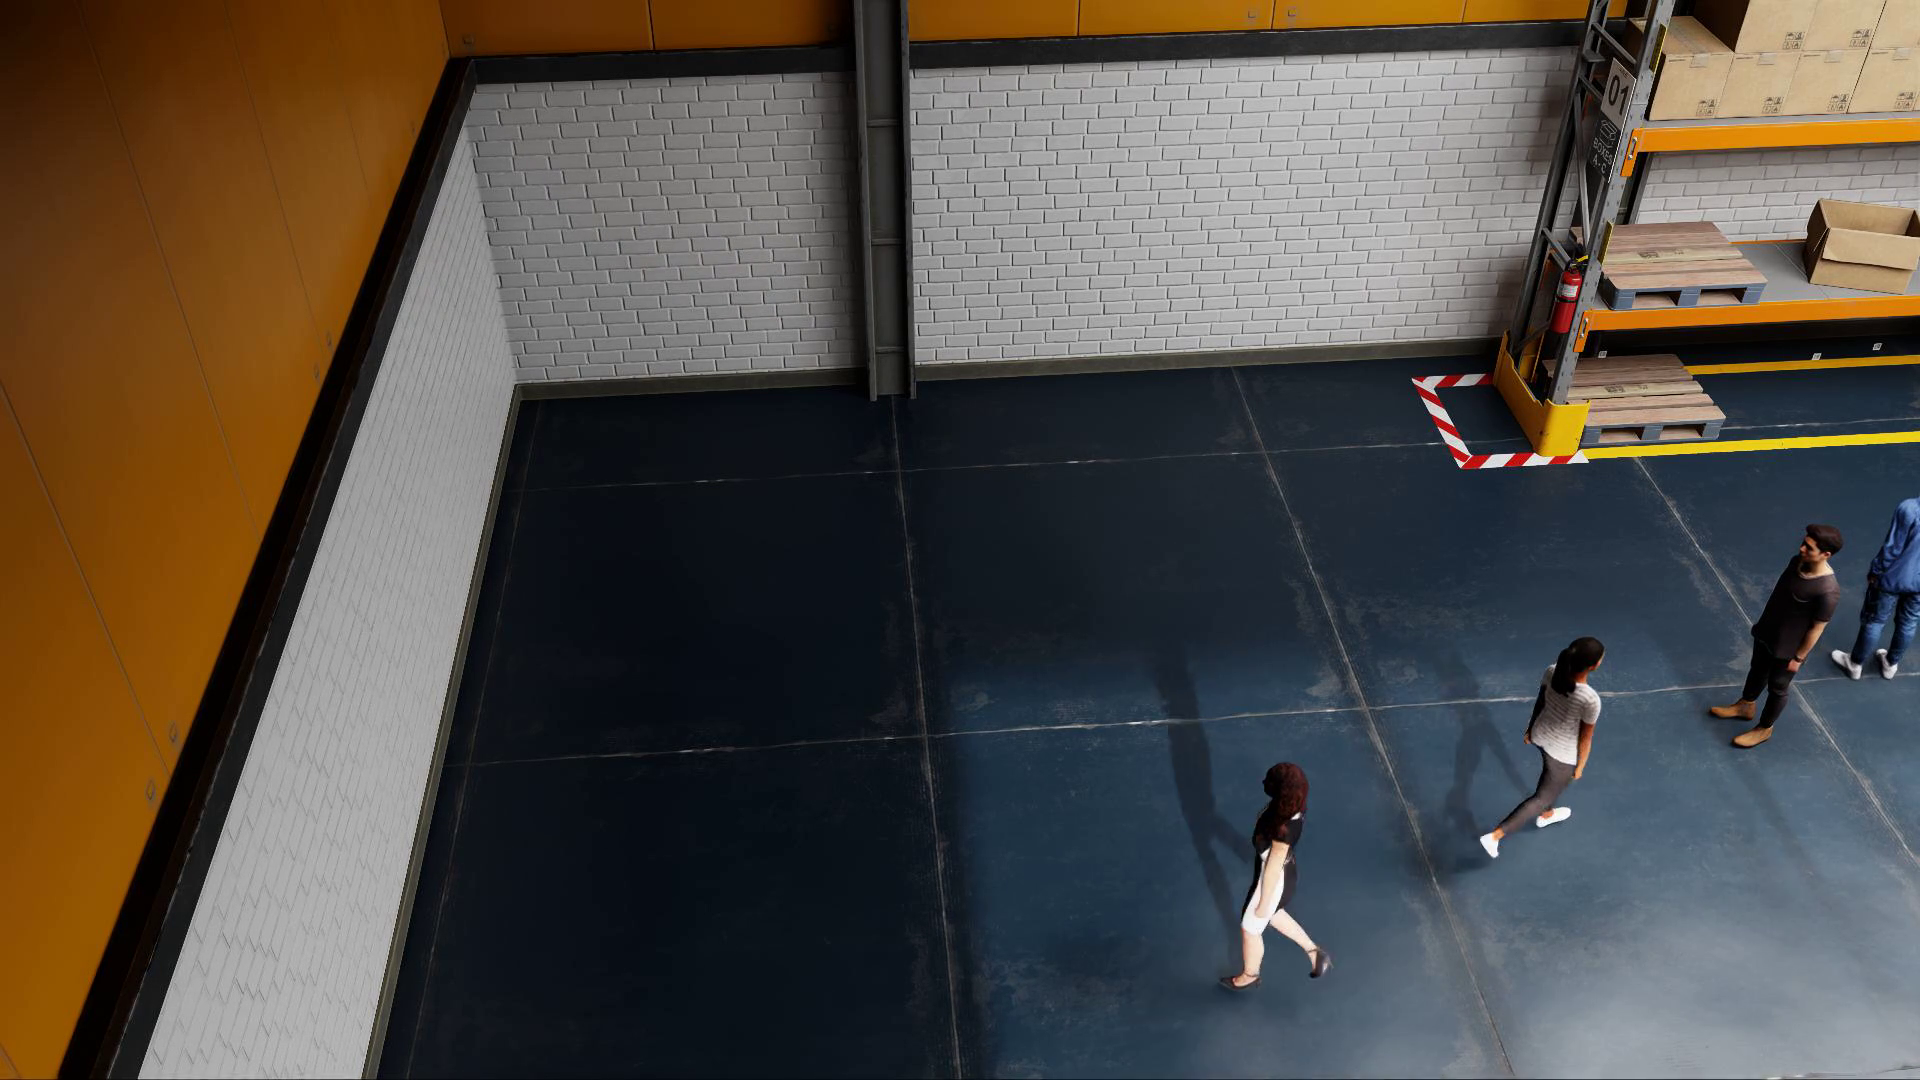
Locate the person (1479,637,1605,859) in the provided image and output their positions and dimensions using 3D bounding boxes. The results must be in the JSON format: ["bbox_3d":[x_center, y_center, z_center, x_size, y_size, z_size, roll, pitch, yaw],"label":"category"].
[{"bbox_3d":[3.474,1.247,9.862,1.113,1.619,0.814,-16,41,-19],"label":"person"}]

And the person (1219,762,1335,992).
[{"bbox_3d":[1.760,1.872,8.948,0.927,1.783,0.770,10,40,12],"label":"person"}]

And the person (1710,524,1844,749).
[{"bbox_3d":[5.275,0.590,10.606,0.550,1.717,0.617,-5,39,-6],"label":"person"}]

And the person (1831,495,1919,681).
[{"bbox_3d":[6.297,0.188,11.037,0.513,1.809,0.752,0,39,0],"label":"person"}]
